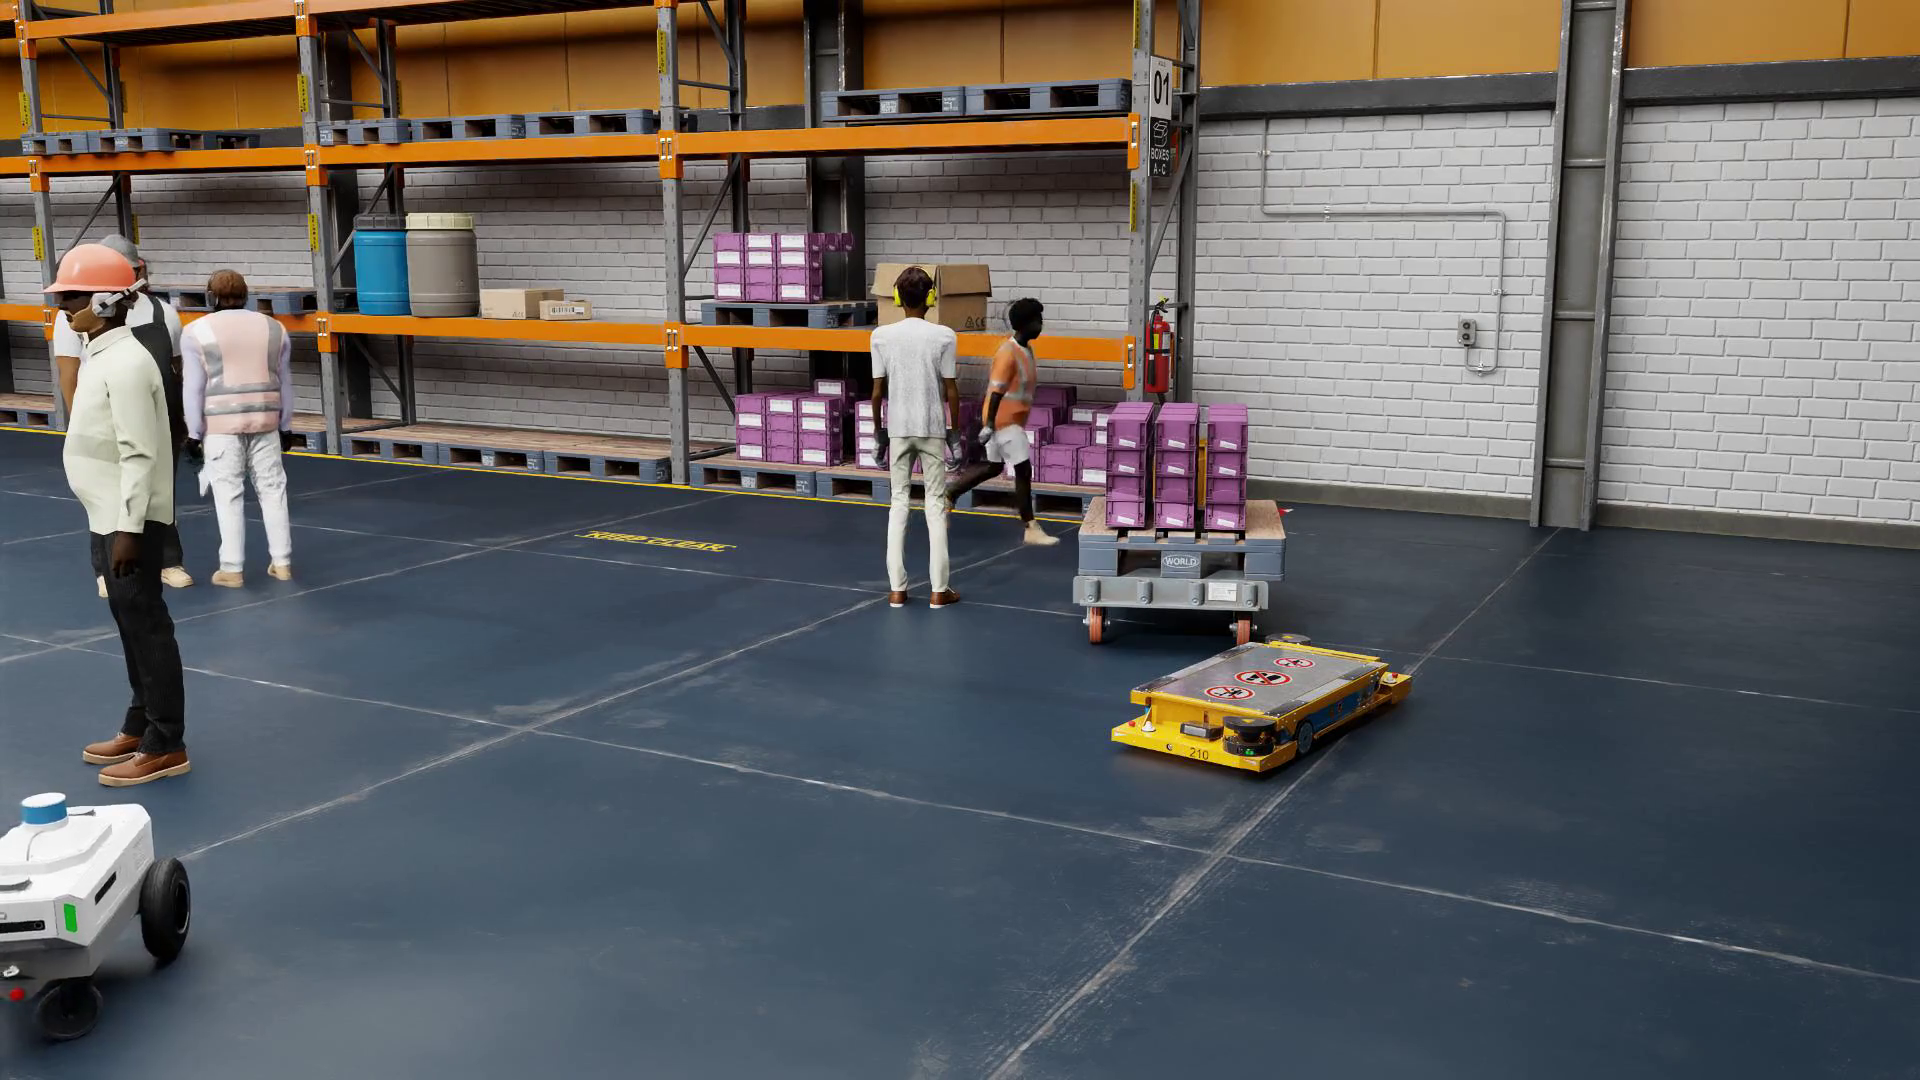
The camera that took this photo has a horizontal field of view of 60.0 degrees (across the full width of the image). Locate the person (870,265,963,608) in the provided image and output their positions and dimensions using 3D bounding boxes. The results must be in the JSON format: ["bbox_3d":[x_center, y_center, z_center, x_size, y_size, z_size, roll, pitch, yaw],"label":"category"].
[{"bbox_3d":[-0.231,-0.555,9.085,0.508,1.873,0.329,2,11,10],"label":"person"}]

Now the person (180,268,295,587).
[{"bbox_3d":[-4.197,-0.651,9.692,0.633,1.840,0.429,-10,14,-43],"label":"person"}]

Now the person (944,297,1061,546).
[{"bbox_3d":[0.215,-0.787,10.994,0.879,1.648,0.541,3,11,16],"label":"person"}]

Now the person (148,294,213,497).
[{"bbox_3d":[-6.044,-1.185,12.447,0.693,1.897,0.601,-2,10,-9],"label":"person"}]

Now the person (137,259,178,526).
[{"bbox_3d":[-5.631,-0.978,11.361,0.339,1.882,0.581,-1,10,-4],"label":"person"}]

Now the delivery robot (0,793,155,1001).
[{"bbox_3d":[-2.395,0.913,4.388,0.477,0.478,0.707,-2,11,-11],"label":"delivery robot"}]

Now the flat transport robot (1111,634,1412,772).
[{"bbox_3d":[1.285,0.644,6.894,0.652,0.197,1.431,8,13,37],"label":"flat transport robot"}]

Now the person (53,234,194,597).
[{"bbox_3d":[-4.700,-0.708,9.454,0.679,2.000,0.537,-10,14,-43],"label":"person"}]

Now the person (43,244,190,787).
[{"bbox_3d":[-3.128,-0.093,6.205,0.376,1.995,0.612,-7,12,-34],"label":"person"}]
